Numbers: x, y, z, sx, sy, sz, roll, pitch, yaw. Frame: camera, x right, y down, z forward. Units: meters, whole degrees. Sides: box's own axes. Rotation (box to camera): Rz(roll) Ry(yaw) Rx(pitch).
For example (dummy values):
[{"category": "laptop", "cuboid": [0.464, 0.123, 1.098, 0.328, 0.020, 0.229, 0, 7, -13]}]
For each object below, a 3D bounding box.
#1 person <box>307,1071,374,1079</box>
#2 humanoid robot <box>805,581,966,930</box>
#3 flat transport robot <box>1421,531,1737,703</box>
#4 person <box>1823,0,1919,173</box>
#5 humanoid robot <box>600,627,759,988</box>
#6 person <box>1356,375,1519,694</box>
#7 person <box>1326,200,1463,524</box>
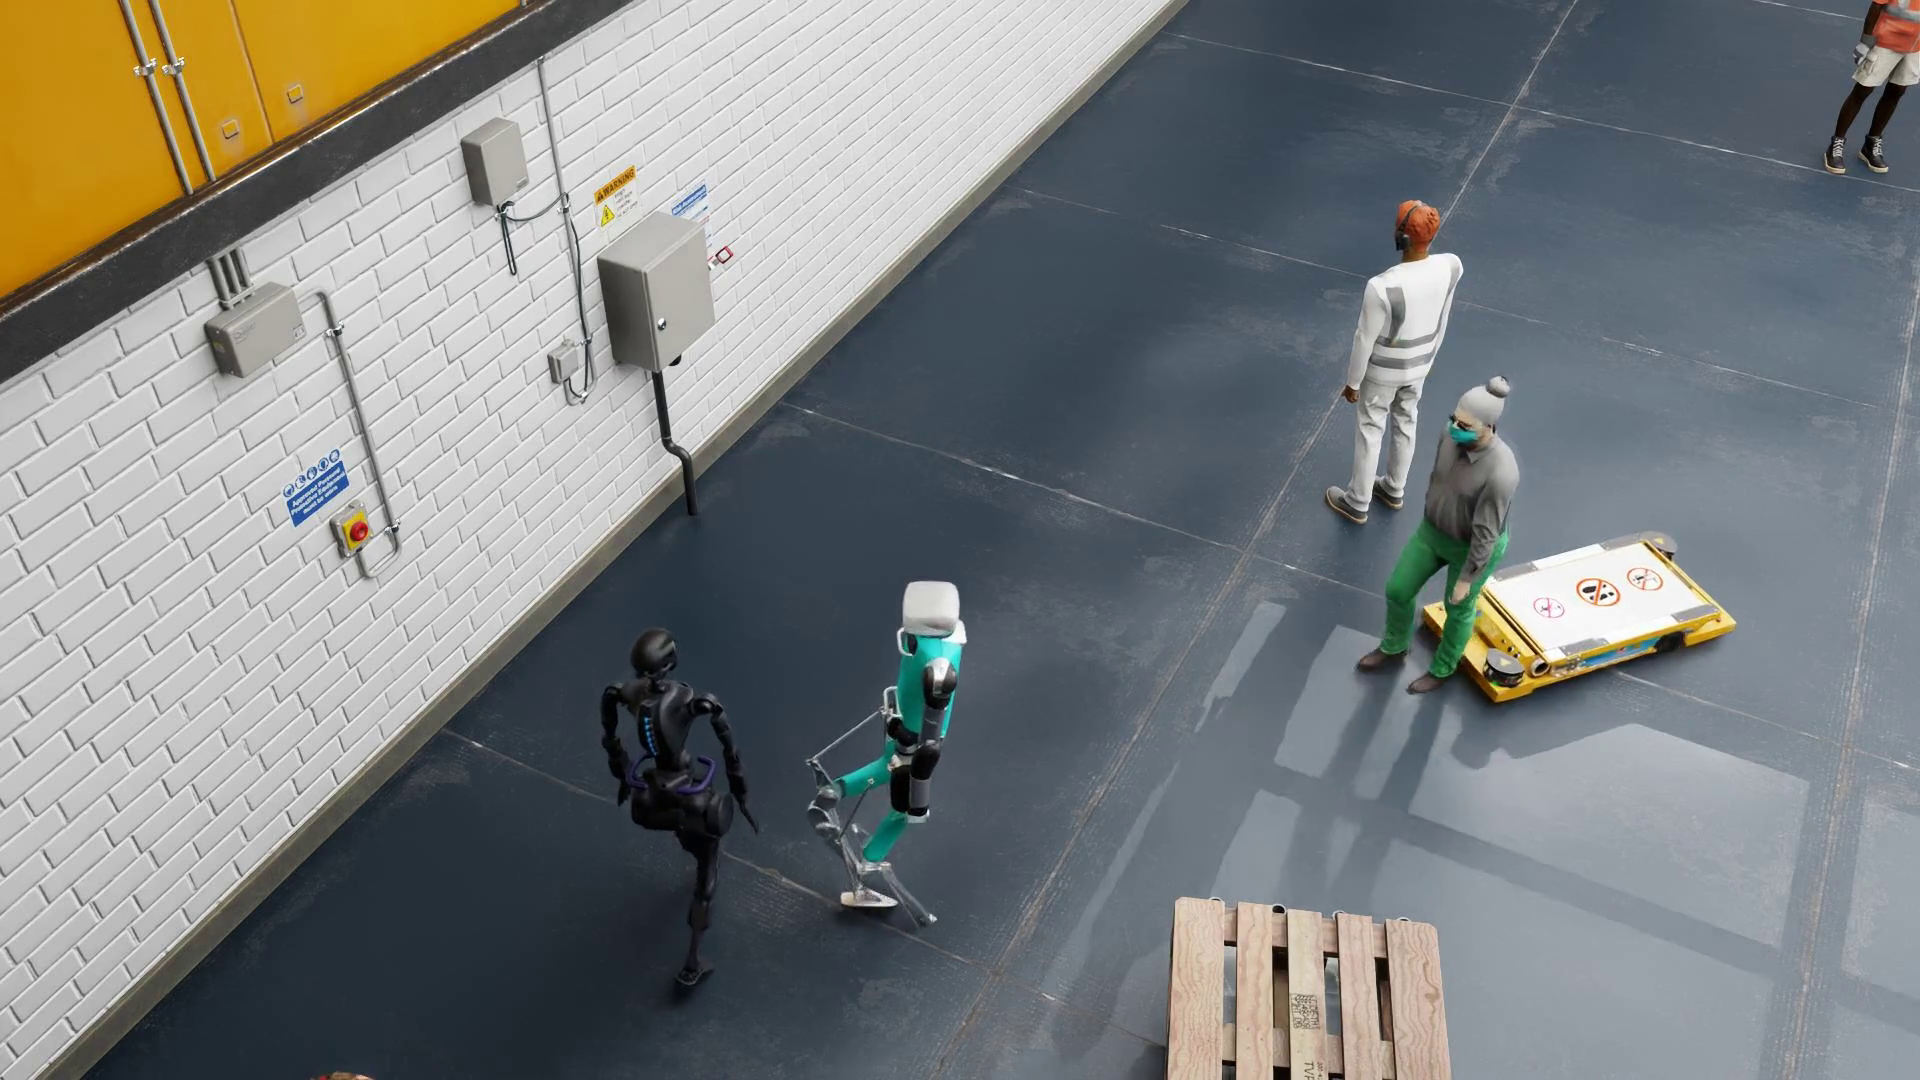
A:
[{"category": "person", "cuboid": [-1.724, 2.171, 5.153, 1.000, 1.787, 0.585, -19, 44, -21]}, {"category": "humanoid robot", "cuboid": [-0.363, 0.911, 6.675, 0.788, 1.783, 0.553, -4, 41, -5]}, {"category": "flat transport robot", "cuboid": [3.136, 0.370, 8.409, 1.431, 0.231, 0.659, -14, 43, -15]}, {"category": "person", "cuboid": [6.572, -3.496, 11.594, 0.613, 1.960, 0.361, -2, 41, -2]}, {"category": "humanoid robot", "cuboid": [-1.119, 1.030, 6.611, 0.613, 1.629, 0.795, 8, 41, 9]}, {"category": "person", "cuboid": [2.220, 0.018, 7.630, 0.546, 1.828, 0.520, -20, 45, -22]}, {"category": "person", "cuboid": [2.255, -0.904, 8.660, 0.566, 1.878, 0.354, -17, 43, -18]}]
